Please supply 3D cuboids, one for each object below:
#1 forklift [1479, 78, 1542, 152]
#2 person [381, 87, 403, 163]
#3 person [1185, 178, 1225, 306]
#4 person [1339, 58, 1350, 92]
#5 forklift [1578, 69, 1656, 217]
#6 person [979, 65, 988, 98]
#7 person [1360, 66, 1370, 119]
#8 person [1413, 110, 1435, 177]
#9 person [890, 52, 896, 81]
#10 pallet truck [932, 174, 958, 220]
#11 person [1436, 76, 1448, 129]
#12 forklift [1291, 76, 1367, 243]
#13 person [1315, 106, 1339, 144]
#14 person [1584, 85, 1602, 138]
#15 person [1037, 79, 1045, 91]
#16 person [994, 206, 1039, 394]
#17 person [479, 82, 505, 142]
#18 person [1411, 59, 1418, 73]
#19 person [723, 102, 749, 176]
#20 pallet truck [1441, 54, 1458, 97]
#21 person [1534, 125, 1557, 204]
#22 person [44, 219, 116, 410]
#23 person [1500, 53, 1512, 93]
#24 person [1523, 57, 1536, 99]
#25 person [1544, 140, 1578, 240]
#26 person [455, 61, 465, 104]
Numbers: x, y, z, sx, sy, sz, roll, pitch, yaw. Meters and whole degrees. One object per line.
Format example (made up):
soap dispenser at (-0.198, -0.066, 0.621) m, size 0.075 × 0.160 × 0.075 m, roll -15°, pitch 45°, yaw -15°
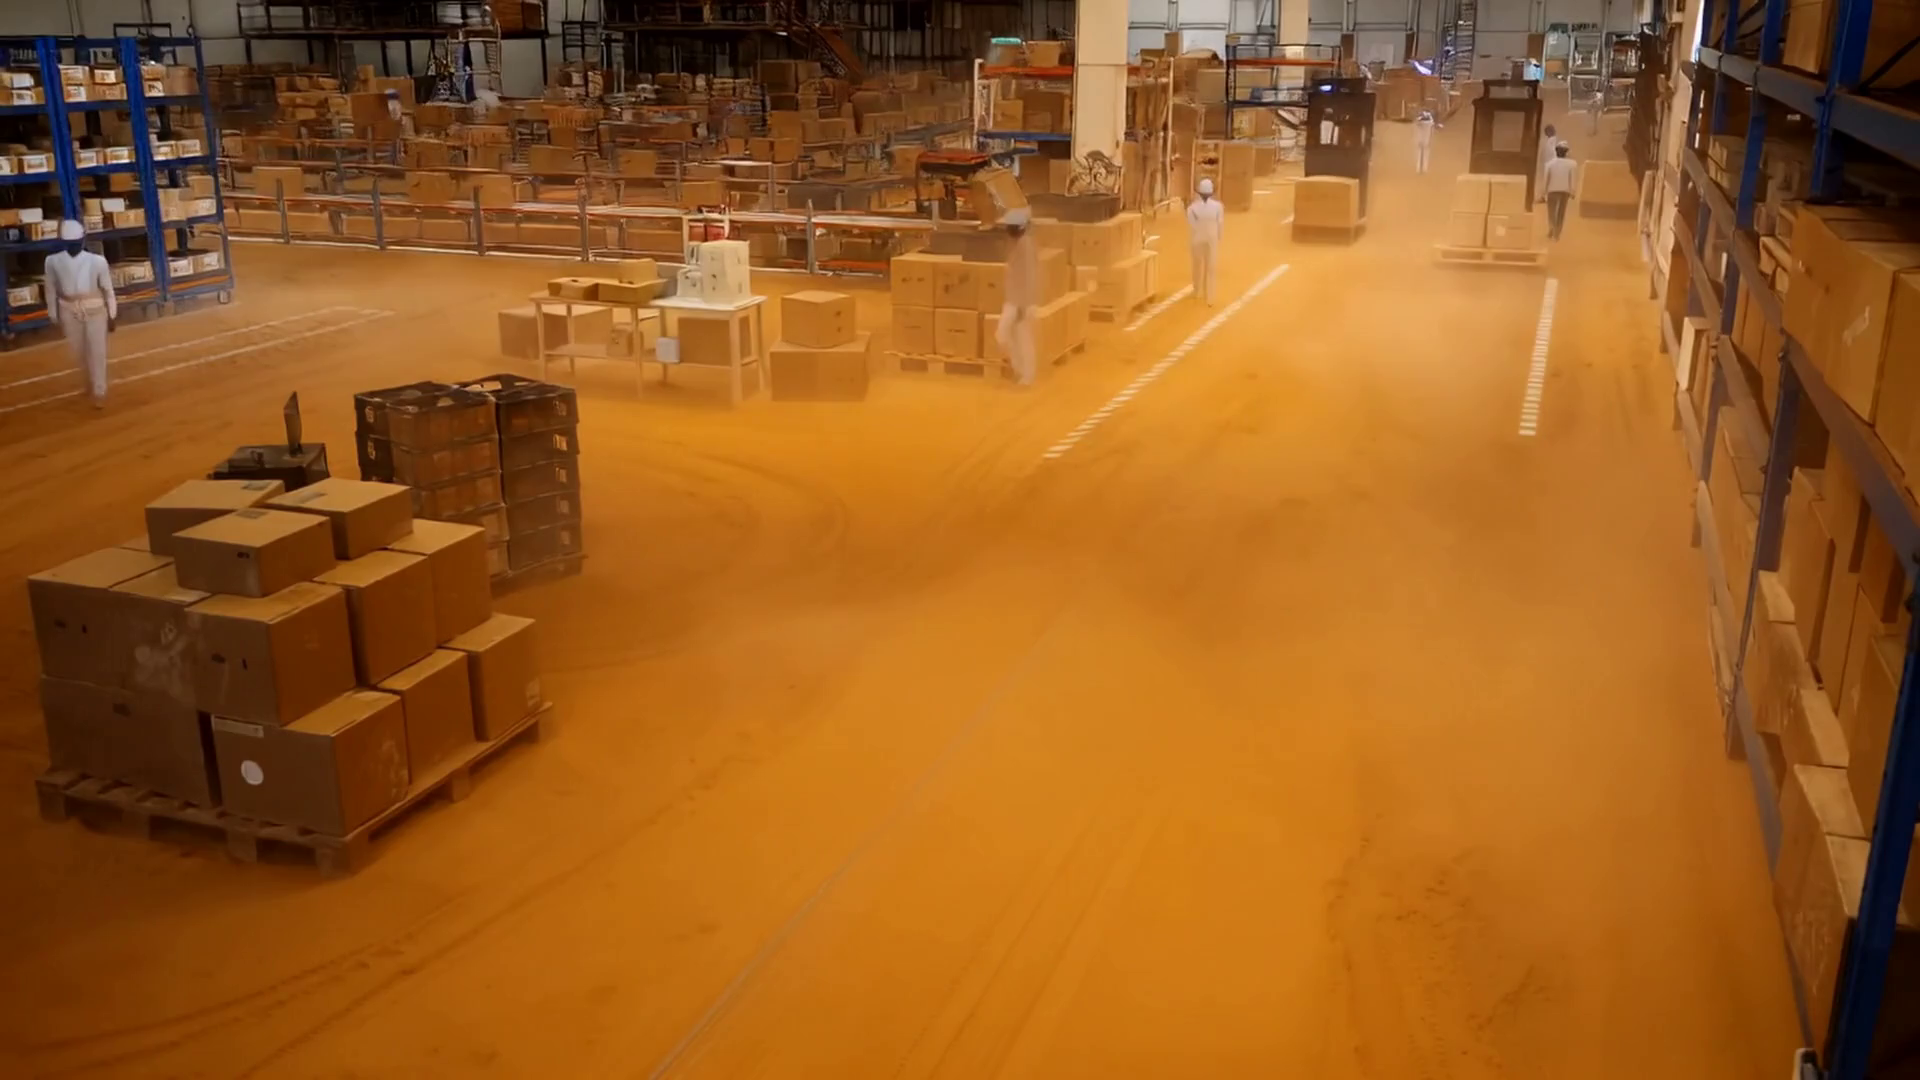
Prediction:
forklift at (9.320, -6.463, 28.462) m, size 1.129 × 2.768 × 1.873 m, roll 6°, pitch 19°, yaw 19°
person at (-14.918, -11.010, 44.203) m, size 1.043 × 2.001 × 0.625 m, roll 2°, pitch 18°, yaw 6°
person at (3.390, -4.159, 23.091) m, size 0.538 × 1.735 × 0.779 m, roll 1°, pitch 18°, yaw 3°
person at (18.007, -21.631, 77.851) m, size 0.547 × 1.813 × 0.996 m, roll -8°, pitch 19°, yaw -25°
forklift at (13.219, -7.740, 32.475) m, size 1.873 × 2.768 × 1.129 m, roll 6°, pitch 19°, yaw 18°
person at (0.930, -17.571, 64.950) m, size 0.691 × 1.904 × 0.597 m, roll 16°, pitch 24°, yaw 42°
person at (15.101, -16.711, 62.159) m, size 0.380 × 1.958 × 0.603 m, roll -2°, pitch 18°, yaw -5°
person at (11.341, -9.703, 40.720) m, size 0.500 × 1.597 × 0.816 m, roll 3°, pitch 18°, yaw 9°
person at (-3.693, -25.766, 90.960) m, size 0.294 × 1.744 × 0.487 m, roll -10°, pitch 20°, yaw -28°
pallet truck at (-0.507, -5.292, 27.348) m, size 0.653 × 1.274 × 1.630 m, roll 6°, pitch 19°, yaw 19°
person at (16.566, -15.022, 57.167) m, size 0.311 × 1.769 × 0.522 m, roll 8°, pitch 19°, yaw 23°
forklift at (6.598, -6.755, 29.381) m, size 1.129 × 2.768 × 1.873 m, roll 6°, pitch 19°, yaw 19°
person at (8.051, -8.598, 36.749) m, size 0.548 × 1.918 × 0.727 m, roll 7°, pitch 19°, yaw 20°
person at (20.353, -13.736, 53.335) m, size 0.314 × 1.637 × 0.514 m, roll -4°, pitch 18°, yaw -13°
person at (3.180, -17.558, 65.077) m, size 0.486 × 1.813 × 1.025 m, roll -16°, pitch 24°, yaw -41°
person at (0.599, -2.512, 17.500) m, size 0.472 × 1.976 × 0.632 m, roll -6°, pitch 19°, yaw -17°
person at (-14.255, -12.973, 50.602) m, size 1.045 × 1.847 × 0.679 m, roll 9°, pitch 20°, yaw 25°
person at (20.196, -20.600, 74.524) m, size 0.665 × 1.863 × 0.592 m, roll 9°, pitch 20°, yaw 25°
person at (-5.488, -9.762, 40.586) m, size 0.602 × 1.806 × 0.839 m, roll -15°, pitch 23°, yaw -39°
pallet truck at (22.765, -21.886, 78.355) m, size 0.823 × 1.965 × 1.885 m, roll -4°, pitch 18°, yaw -14°
person at (12.339, -7.891, 34.972) m, size 0.280 × 1.634 × 0.498 m, roll 0°, pitch 18°, yaw 1°
person at (-8.961, -2.330, 17.022) m, size 0.617 × 1.927 × 0.701 m, roll -5°, pitch 18°, yaw -16°
person at (27.176, -23.275, 82.834) m, size 0.594 × 1.926 × 0.366 m, roll -4°, pitch 18°, yaw -13°
person at (25.589, -20.702, 74.729) m, size 0.359 × 1.938 × 0.632 m, roll -7°, pitch 19°, yaw -22°
person at (10.566, -6.147, 29.300) m, size 0.529 × 1.757 × 0.517 m, roll 4°, pitch 18°, yaw 12°
person at (-21.909, -19.981, 72.657) m, size 0.712 × 1.817 × 0.539 m, roll 9°, pitch 20°, yaw 27°
